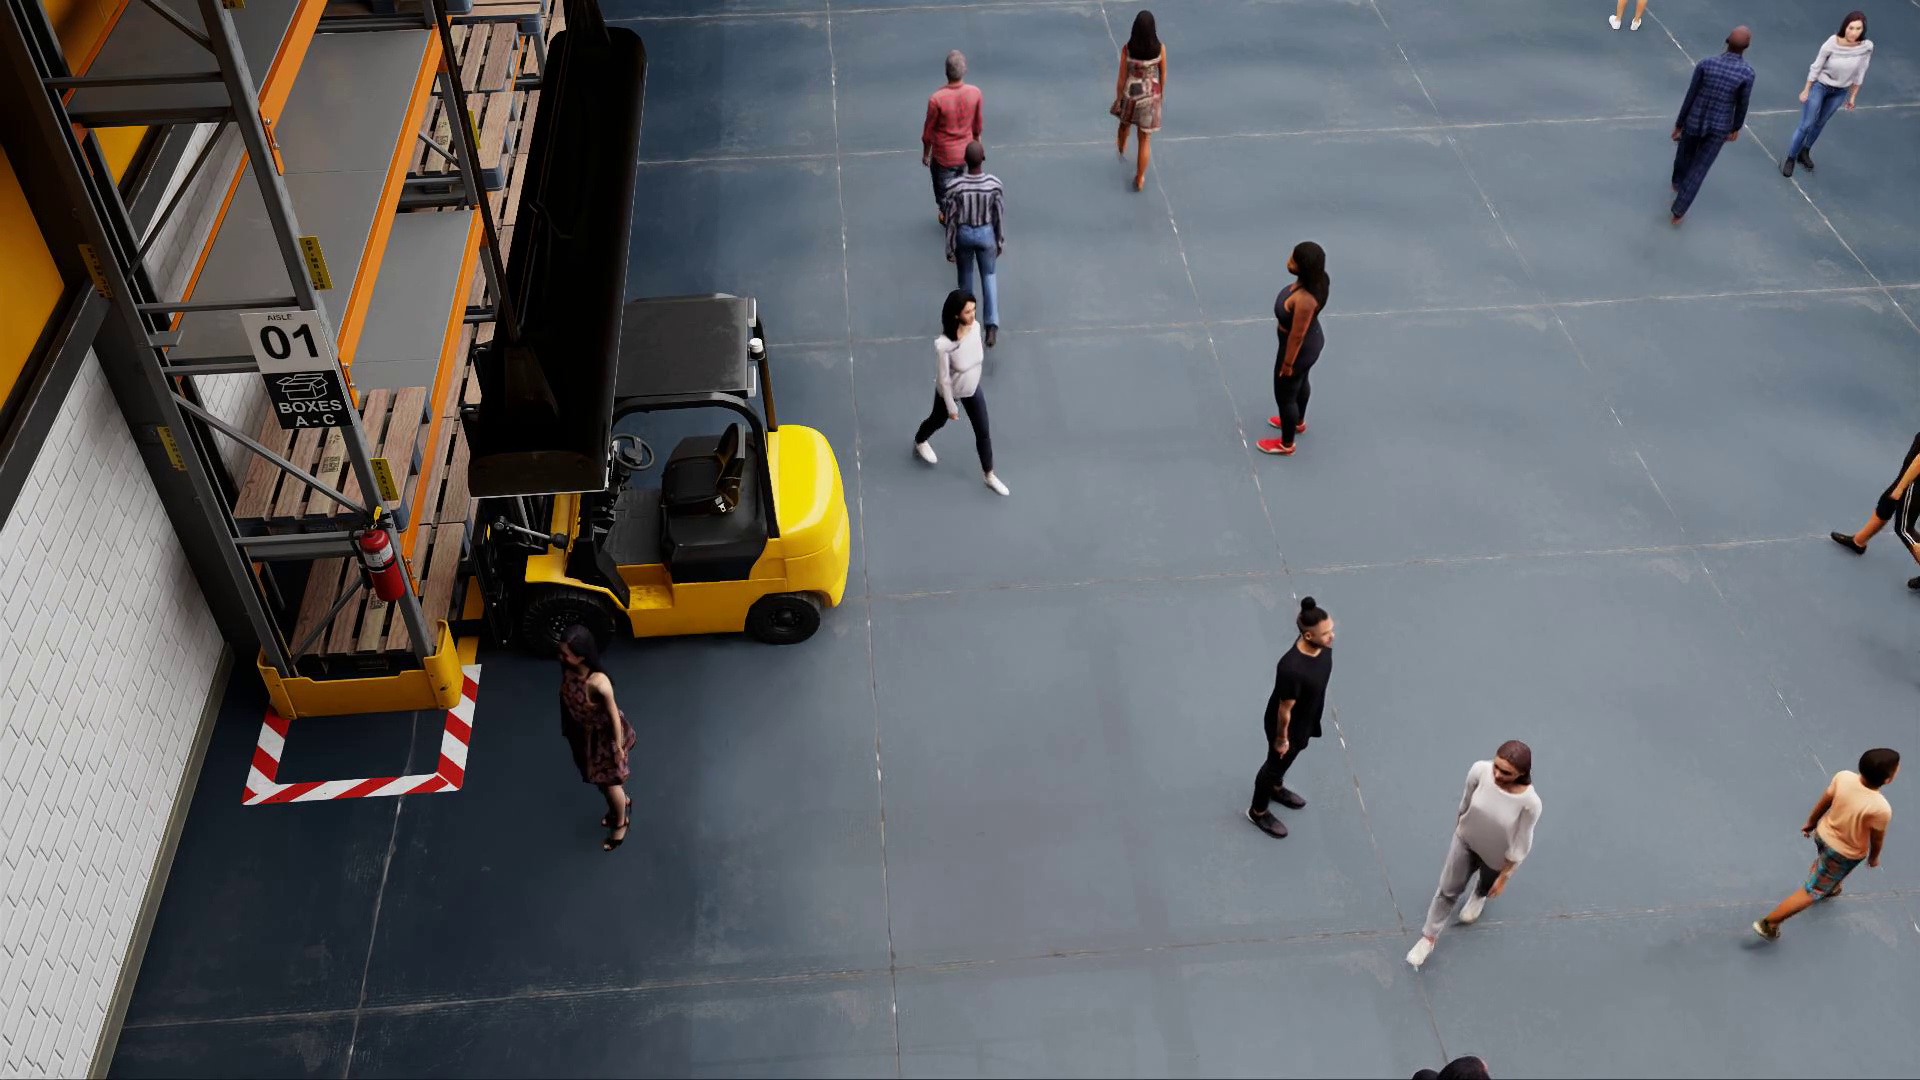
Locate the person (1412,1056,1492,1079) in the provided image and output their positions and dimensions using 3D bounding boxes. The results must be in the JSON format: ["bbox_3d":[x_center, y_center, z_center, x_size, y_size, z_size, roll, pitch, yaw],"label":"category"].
[{"bbox_3d":[2.257,2.900,7.834,0.680,1.720,0.725,27,50,26],"label":"person"}]

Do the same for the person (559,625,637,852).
[{"bbox_3d":[-2.083,1.115,9.670,0.794,1.771,0.858,34,53,30],"label":"person"}]

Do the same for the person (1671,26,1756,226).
[{"bbox_3d":[6.555,-3.599,14.612,1.045,1.779,1.198,19,47,19],"label":"person"}]

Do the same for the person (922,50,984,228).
[{"bbox_3d":[-0.035,-3.261,14.243,0.962,1.799,1.224,-19,47,-19],"label":"person"}]

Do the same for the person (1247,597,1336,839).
[{"bbox_3d":[1.959,1.000,9.723,0.829,1.864,0.741,24,49,23],"label":"person"}]

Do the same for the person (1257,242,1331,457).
[{"bbox_3d":[2.511,-1.427,12.309,0.837,1.811,0.730,17,46,17],"label":"person"}]

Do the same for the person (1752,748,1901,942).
[{"bbox_3d":[4.854,1.715,9.280,0.776,1.441,0.977,-14,45,-14],"label":"person"}]

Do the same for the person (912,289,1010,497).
[{"bbox_3d":[-0.090,-1.111,12.090,1.078,1.656,1.200,-34,53,-31],"label":"person"}]

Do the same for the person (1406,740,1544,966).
[{"bbox_3d":[2.968,1.638,9.211,1.010,1.648,1.087,28,50,26],"label":"person"}]

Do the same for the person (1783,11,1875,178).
[{"bbox_3d":[7.986,-4.156,15.314,0.672,1.618,0.727,2,44,2],"label":"person"}]

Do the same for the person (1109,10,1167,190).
[{"bbox_3d":[1.644,-3.968,15.123,0.709,1.609,1.076,0,44,0],"label":"person"}]

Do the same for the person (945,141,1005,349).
[{"bbox_3d":[0.134,-2.320,13.271,0.677,1.778,0.992,-7,44,-7],"label":"person"}]

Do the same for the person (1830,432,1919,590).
[{"bbox_3d":[6.601,-0.363,11.314,0.985,1.643,1.114,-32,52,-29],"label":"person"}]
